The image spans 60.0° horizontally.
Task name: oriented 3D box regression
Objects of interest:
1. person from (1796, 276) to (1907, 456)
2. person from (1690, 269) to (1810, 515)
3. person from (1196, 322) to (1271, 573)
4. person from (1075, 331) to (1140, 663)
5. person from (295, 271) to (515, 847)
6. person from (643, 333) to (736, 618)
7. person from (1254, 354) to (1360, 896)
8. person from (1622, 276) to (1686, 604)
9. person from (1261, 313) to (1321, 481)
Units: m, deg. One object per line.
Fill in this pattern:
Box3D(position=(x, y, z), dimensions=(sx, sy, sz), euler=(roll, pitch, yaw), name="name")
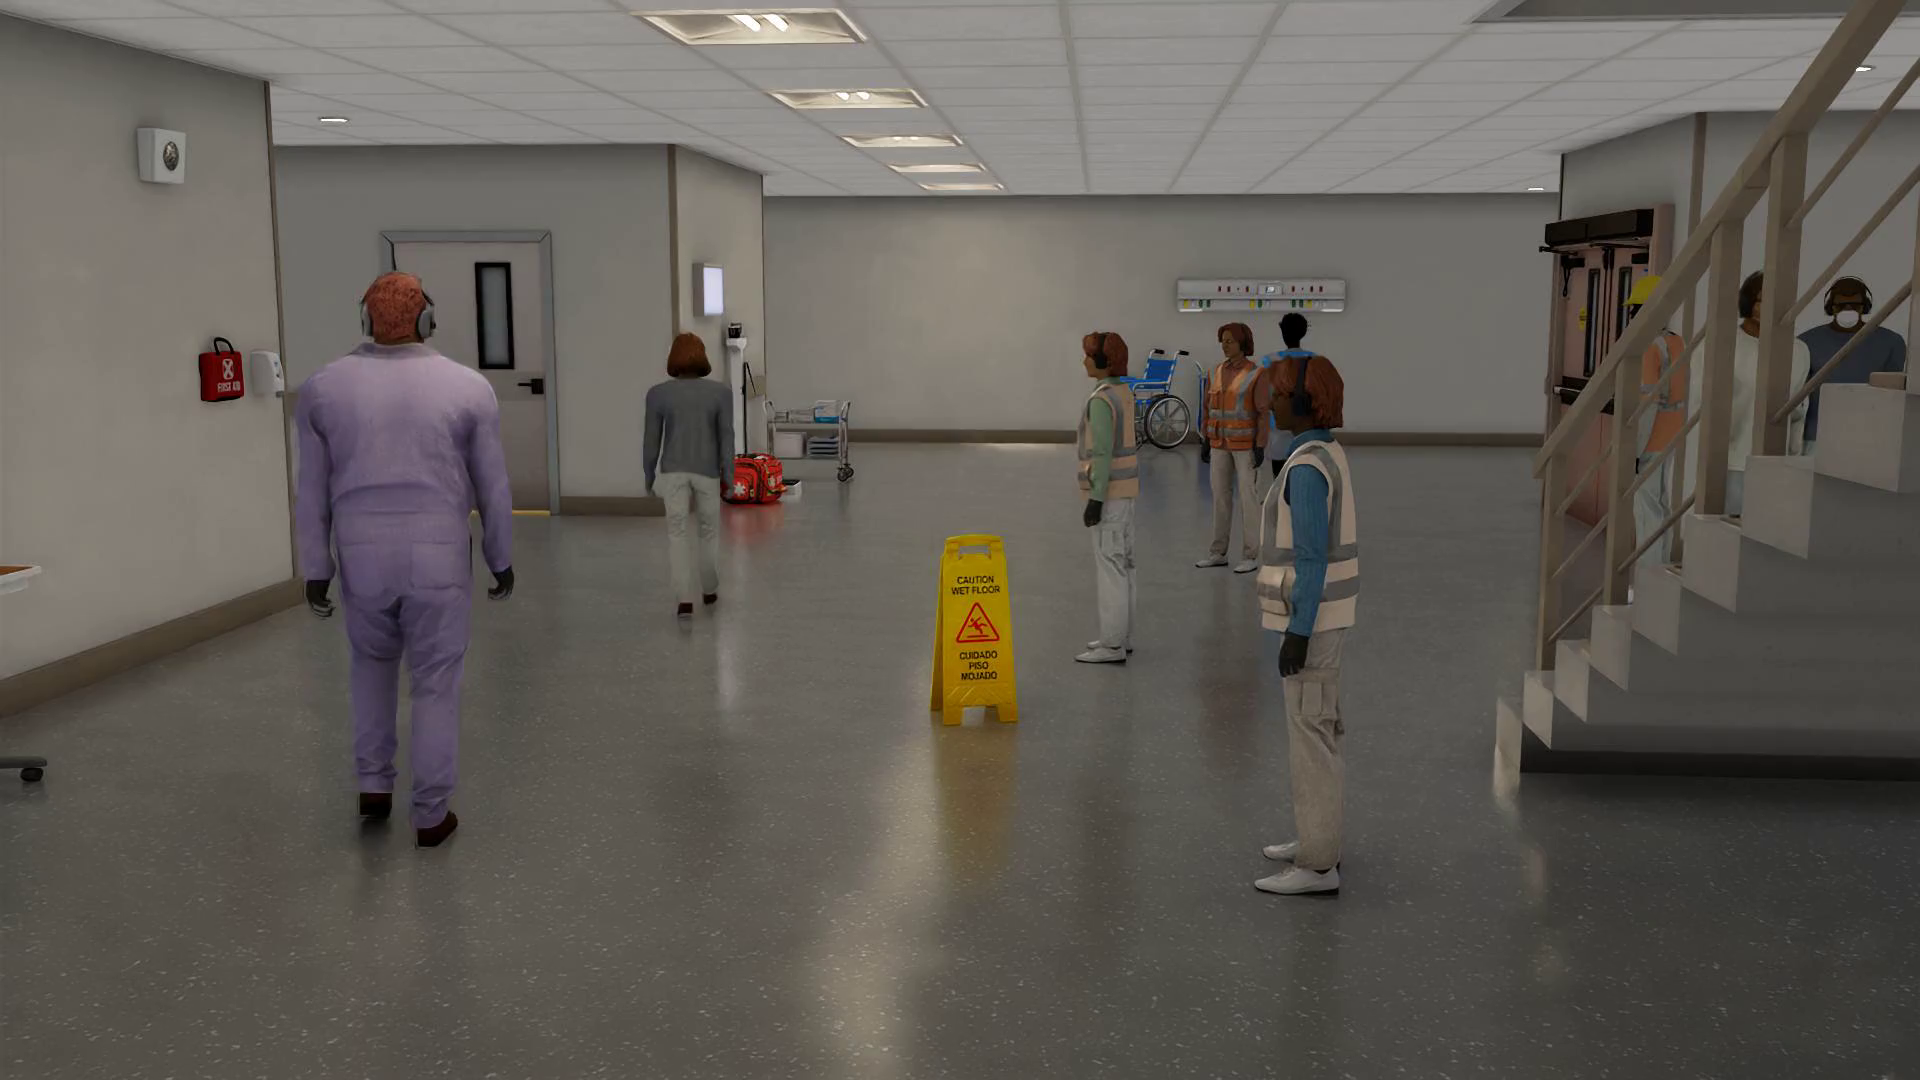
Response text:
Box3D(position=(5.055, -0.544, 9.564), dimensions=(0.640, 1.927, 0.388), euler=(3, 9, 19), name="person")
Box3D(position=(3.770, -0.318, 7.978), dimensions=(0.637, 1.937, 0.357), euler=(-2, 9, -16), name="person")
Box3D(position=(1.805, -0.607, 10.948), dimensions=(0.305, 1.639, 0.522), euler=(-8, 11, -43), name="person")
Box3D(position=(0.732, -0.208, 8.234), dimensions=(0.315, 1.640, 0.515), euler=(3, 9, 19), name="person")
Box3D(position=(-1.838, 0.061, 5.579), dimensions=(0.663, 1.892, 0.577), euler=(-1, 8, -5), name="person")
Box3D(position=(-1.536, -0.370, 9.455), dimensions=(0.521, 1.603, 0.703), euler=(-1, 8, -8), name="person")
Box3D(position=(1.054, 0.258, 5.066), dimensions=(0.311, 1.638, 0.522), euler=(2, 9, 16), name="person")
Box3D(position=(4.038, -0.578, 9.775), dimensions=(0.370, 1.929, 0.585), euler=(6, 10, 37), name="person")
Box3D(position=(2.536, -0.900, 12.792), dimensions=(0.537, 1.688, 0.359), euler=(-2, 9, -13), name="person")
